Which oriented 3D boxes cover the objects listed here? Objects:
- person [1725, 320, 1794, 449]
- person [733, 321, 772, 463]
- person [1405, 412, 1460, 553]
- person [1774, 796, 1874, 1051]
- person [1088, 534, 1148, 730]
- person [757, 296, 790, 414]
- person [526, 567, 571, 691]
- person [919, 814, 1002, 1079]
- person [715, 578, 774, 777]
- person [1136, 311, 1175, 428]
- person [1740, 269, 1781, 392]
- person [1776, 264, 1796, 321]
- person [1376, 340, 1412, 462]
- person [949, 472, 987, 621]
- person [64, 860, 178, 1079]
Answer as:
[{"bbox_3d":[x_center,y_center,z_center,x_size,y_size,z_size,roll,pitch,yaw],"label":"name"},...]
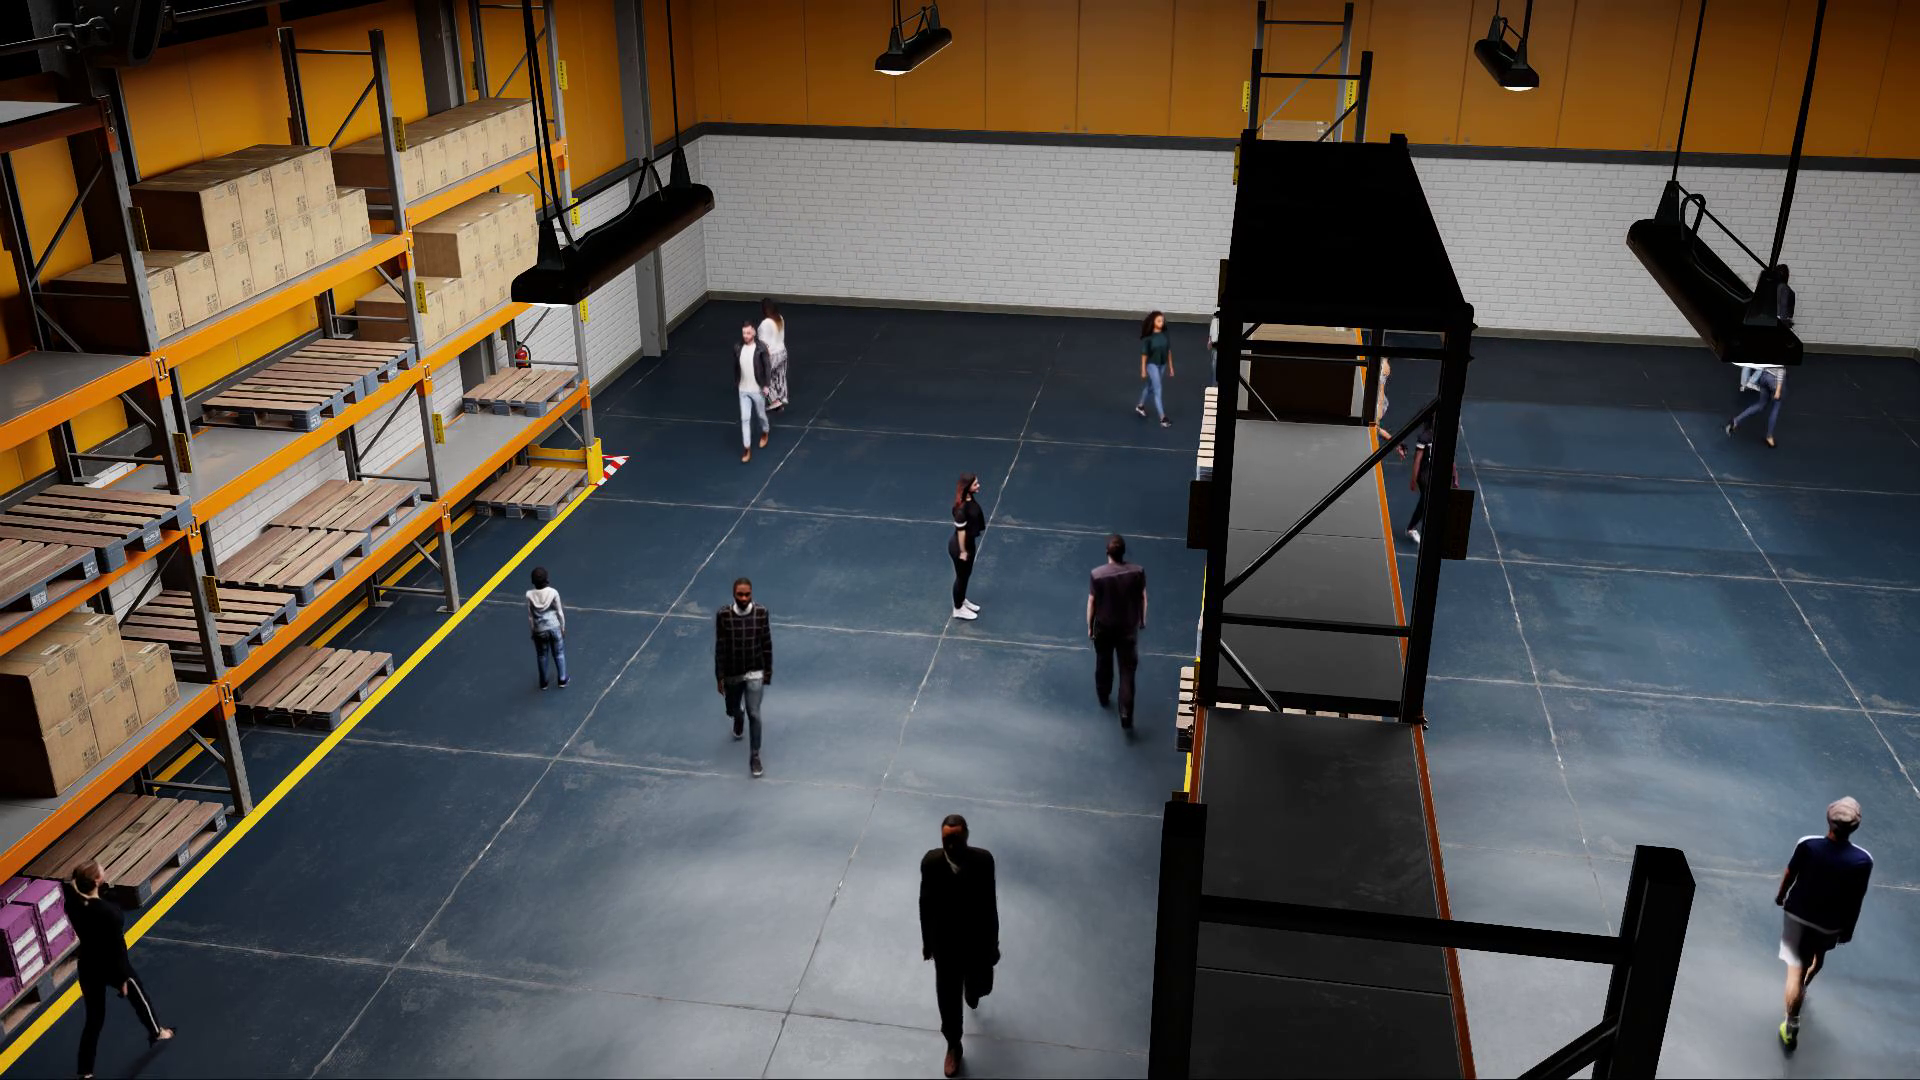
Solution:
[{"bbox_3d":[10.660,-2.037,22.017,0.786,1.773,0.992,-1,24,-2],"label":"person"},{"bbox_3d":[-2.707,-2.010,21.910,0.669,1.809,1.098,4,24,9],"label":"person"},{"bbox_3d":[5.347,-0.708,19.081,1.047,1.689,1.220,-11,26,-23],"label":"person"},{"bbox_3d":[5.826,2.626,11.328,0.795,1.791,1.207,9,25,19],"label":"person"},{"bbox_3d":[1.465,0.853,15.350,0.794,1.818,1.186,1,24,3],"label":"person"},{"bbox_3d":[-2.563,-2.597,23.439,0.851,1.660,0.769,11,26,23],"label":"person"},{"bbox_3d":[-4.002,0.844,16.067,0.550,1.260,0.574,-5,24,-11],"label":"person"},{"bbox_3d":[0.016,2.632,11.202,0.808,1.882,1.115,1,24,2],"label":"person"},{"bbox_3d":[-1.929,1.129,14.745,0.870,1.796,1.147,-3,24,-8],"label":"person"},{"bbox_3d":[2.675,-2.407,23.114,1.041,1.572,1.127,-14,27,-29],"label":"person"},{"bbox_3d":[11.581,-3.038,24.223,0.830,1.841,0.717,-8,25,-18],"label":"person"},{"bbox_3d":[12.471,-3.435,25.435,0.850,1.598,0.759,-8,25,-18],"label":"person"},{"bbox_3d":[5.392,-1.679,21.155,0.687,1.808,0.832,2,24,4],"label":"person"},{"bbox_3d":[0.045,0.051,17.412,0.679,1.636,0.545,7,24,15],"label":"person"},{"bbox_3d":[-5.657,2.894,10.875,0.670,1.663,1.066,6,24,14],"label":"person"}]
